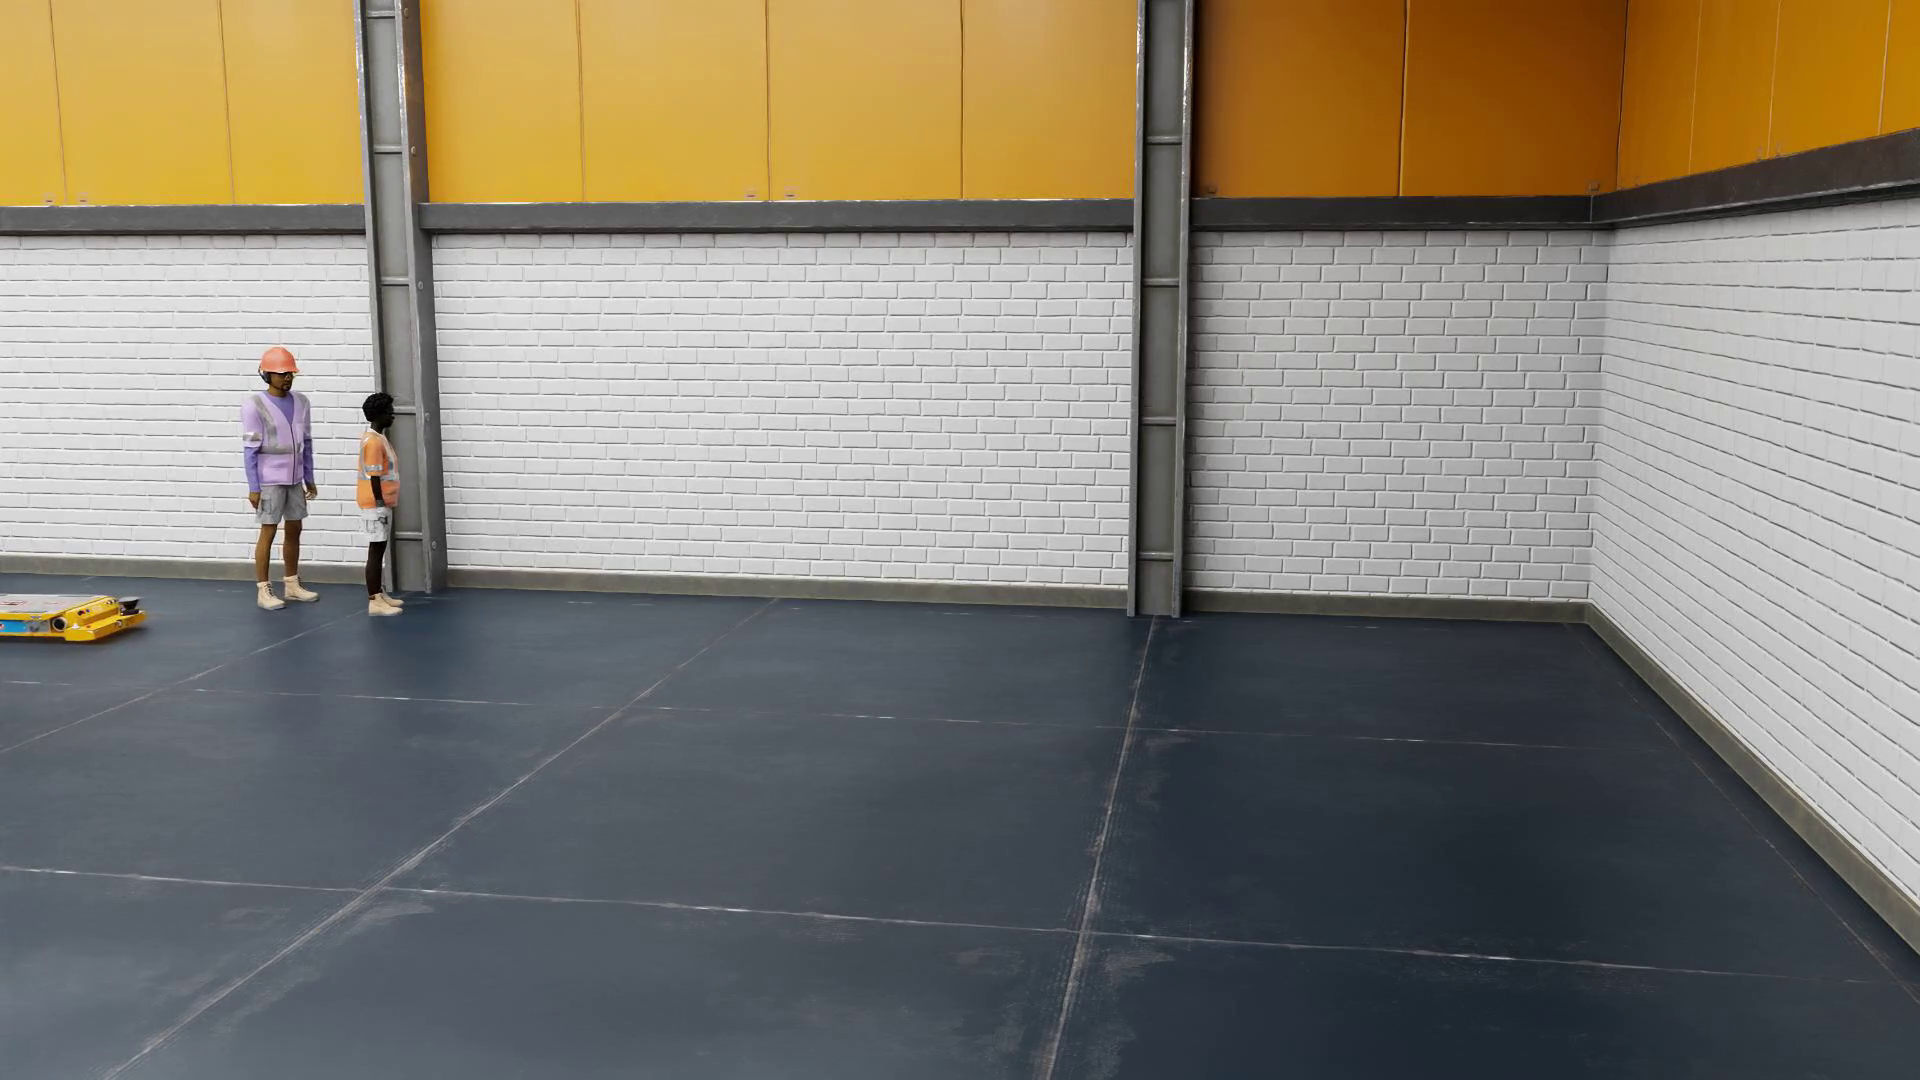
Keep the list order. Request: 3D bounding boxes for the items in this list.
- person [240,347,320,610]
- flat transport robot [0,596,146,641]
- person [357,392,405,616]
[{"bbox_3d":[-5.229,-0.475,12.845,0.449,2.030,0.622,4,10,24],"label":"person"},{"bbox_3d":[-6.708,0.547,11.920,1.431,0.197,0.652,1,9,4],"label":"flat transport robot"},{"bbox_3d":[-4.397,-0.272,12.603,0.317,1.693,0.536,-2,10,-14],"label":"person"}]
